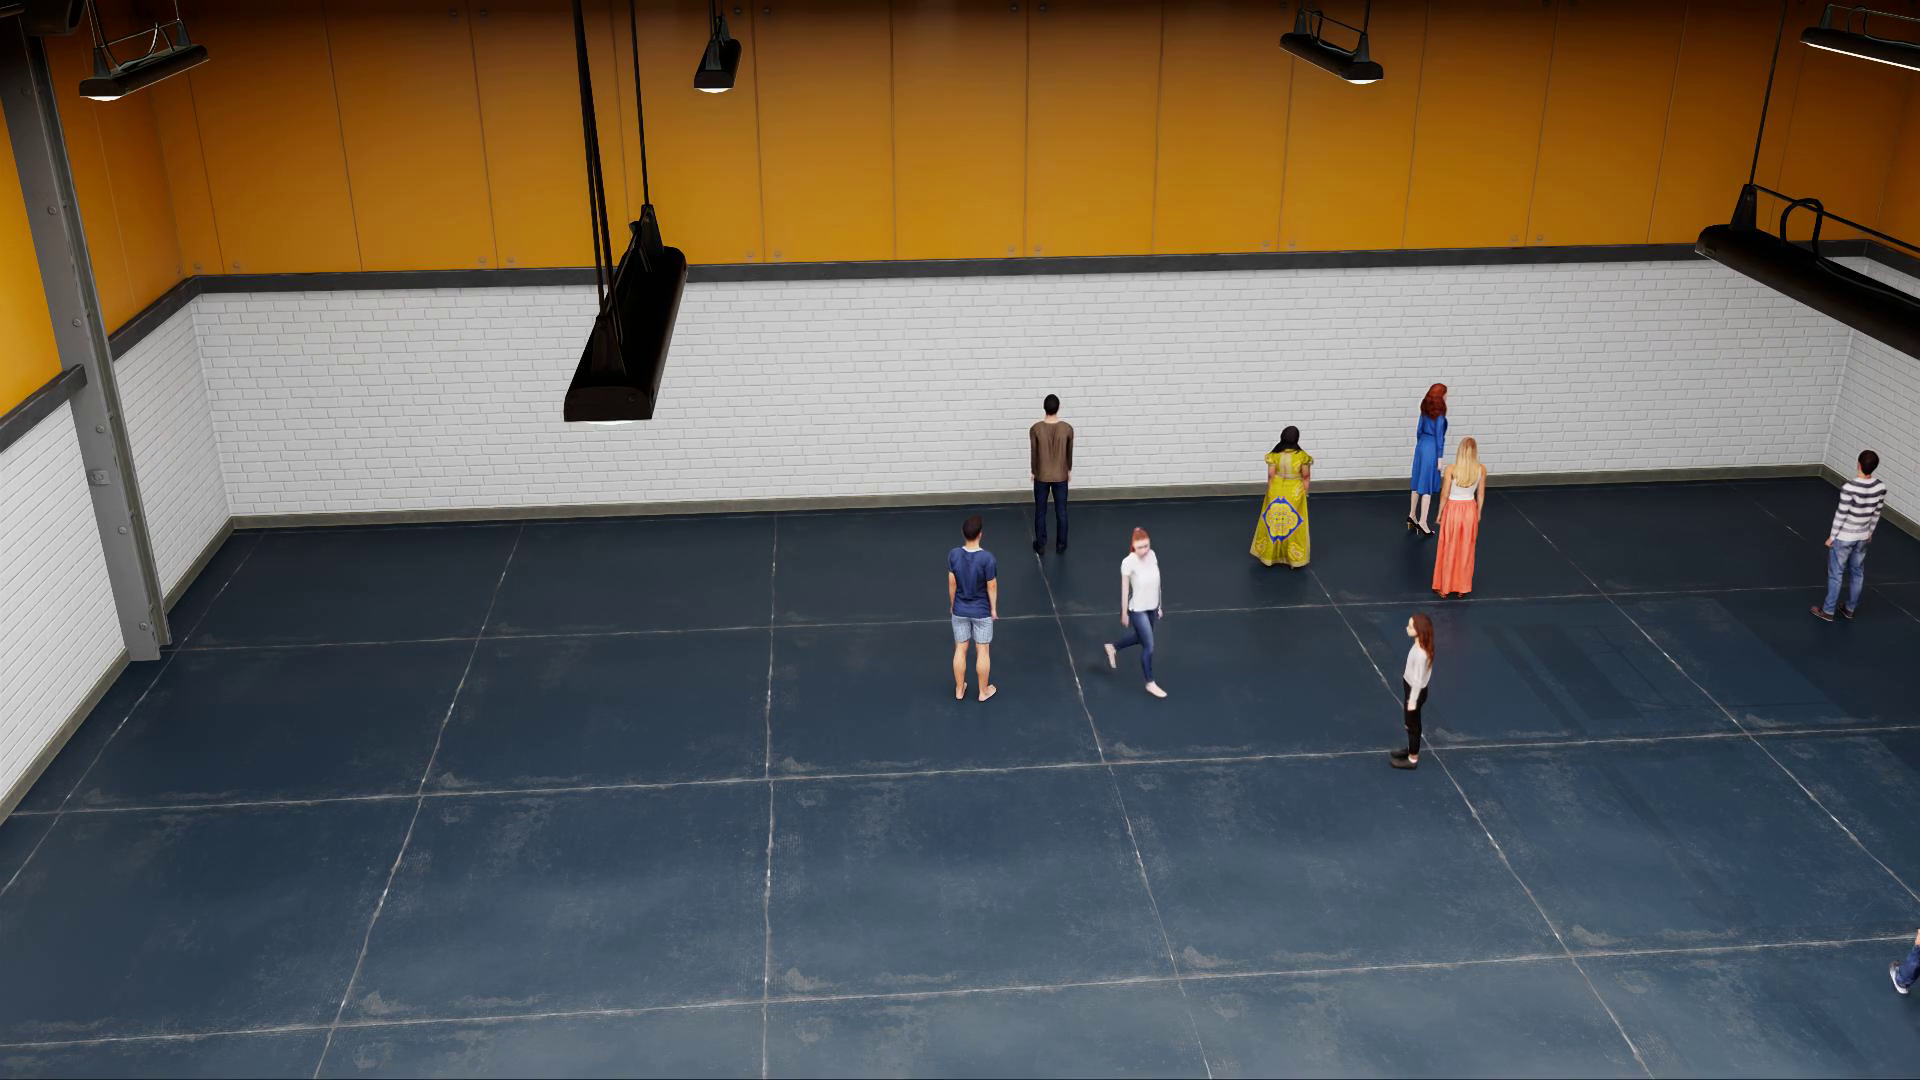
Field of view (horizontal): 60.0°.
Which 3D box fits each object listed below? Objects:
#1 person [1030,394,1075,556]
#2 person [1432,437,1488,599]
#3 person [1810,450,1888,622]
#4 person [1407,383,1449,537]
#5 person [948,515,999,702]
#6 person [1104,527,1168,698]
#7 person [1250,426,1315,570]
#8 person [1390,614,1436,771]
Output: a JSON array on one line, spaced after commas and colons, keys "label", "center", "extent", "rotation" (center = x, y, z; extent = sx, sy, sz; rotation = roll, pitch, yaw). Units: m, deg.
[{"label": "person", "center": [1.027, -0.740, 18.746], "extent": [0.646, 1.889, 0.566], "rotation": [-1, 24, -3]}, {"label": "person", "center": [5.323, -0.245, 17.721], "extent": [0.652, 1.803, 0.603], "rotation": [1, 24, 2]}, {"label": "person", "center": [9.237, -0.051, 17.213], "extent": [0.658, 1.854, 0.539], "rotation": [-4, 24, -8]}, {"label": "person", "center": [5.430, -0.946, 19.296], "extent": [0.722, 1.827, 0.573], "rotation": [-7, 24, -15]}, {"label": "person", "center": [0.115, 0.645, 15.628], "extent": [0.688, 1.848, 0.664], "rotation": [6, 24, 14]}, {"label": "person", "center": [1.660, 0.649, 15.795], "extent": [1.091, 1.707, 0.984], "rotation": [21, 31, 39]}, {"label": "person", "center": [3.622, -0.482, 18.440], "extent": [0.970, 1.661, 0.944], "rotation": [7, 25, 16]}, {"label": "person", "center": [3.997, 1.315, 14.551], "extent": [0.662, 1.483, 0.523], "rotation": [6, 24, 14]}]
